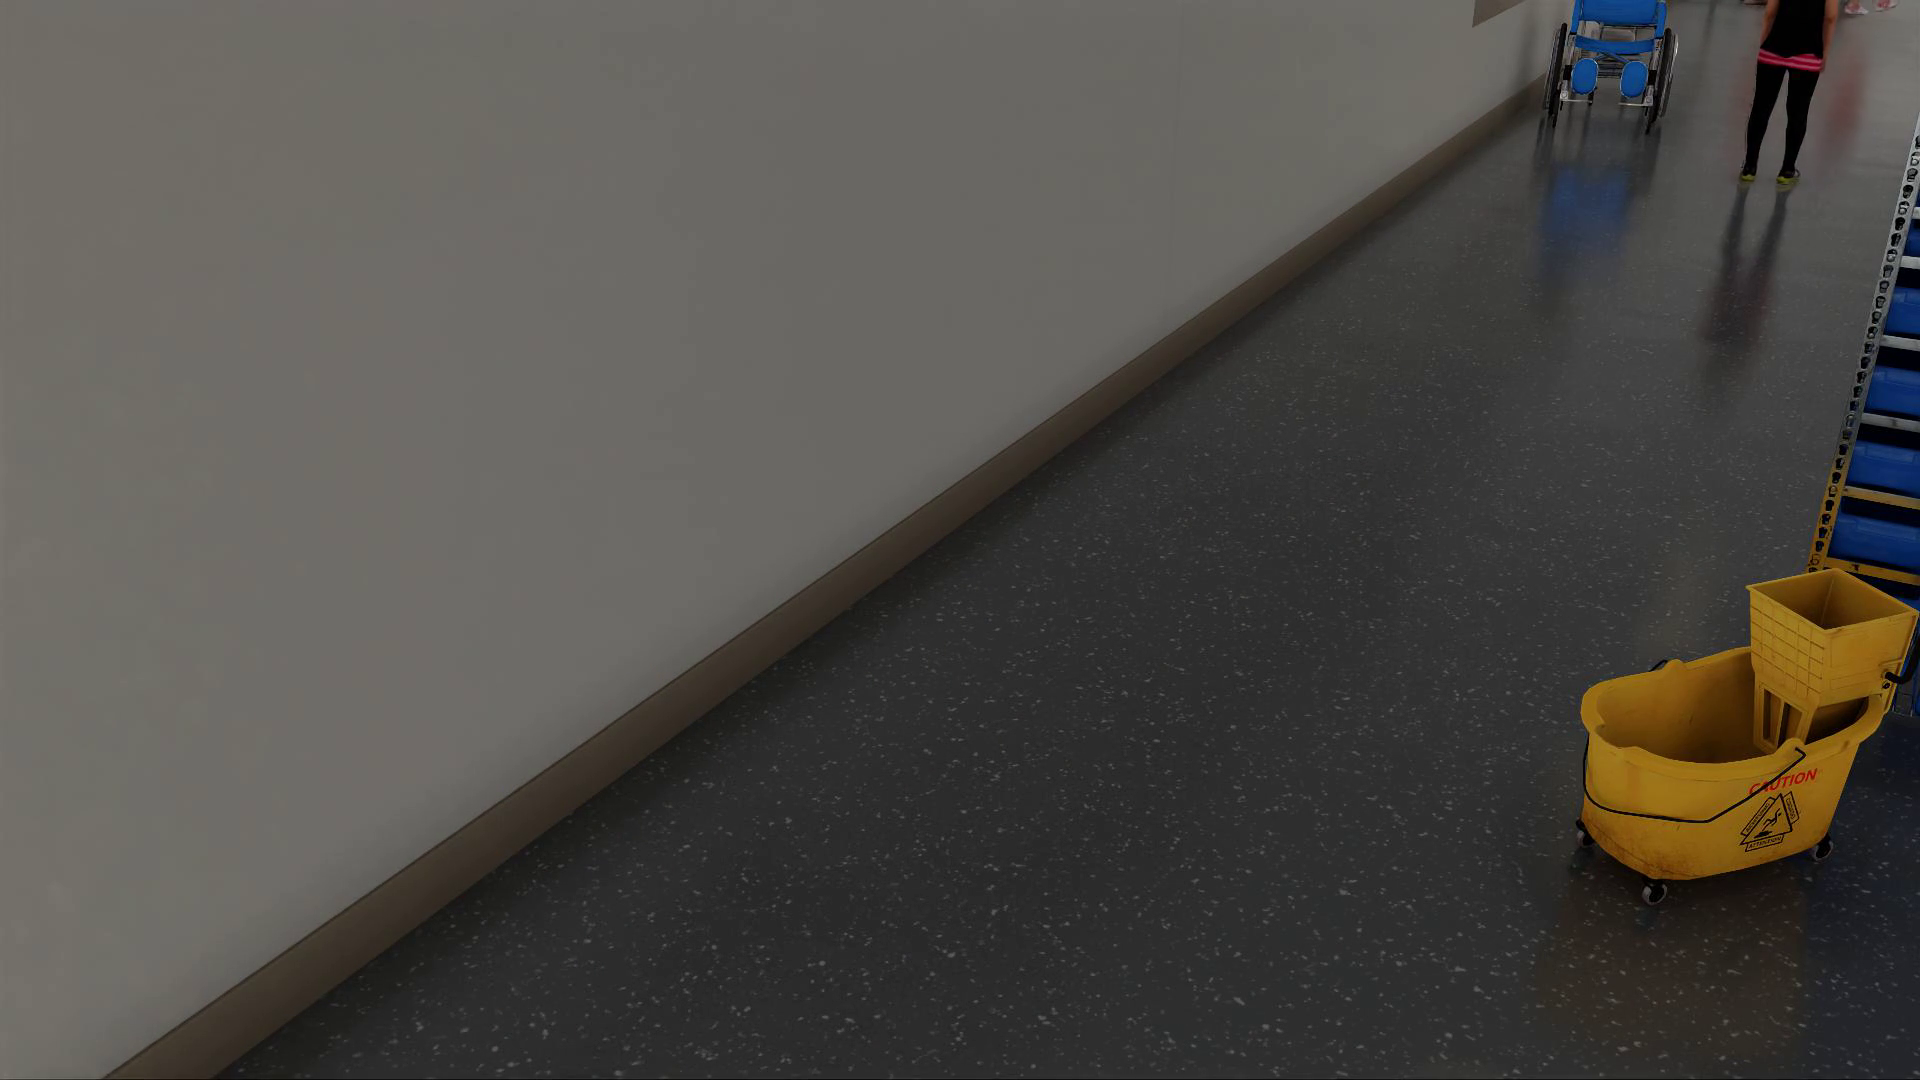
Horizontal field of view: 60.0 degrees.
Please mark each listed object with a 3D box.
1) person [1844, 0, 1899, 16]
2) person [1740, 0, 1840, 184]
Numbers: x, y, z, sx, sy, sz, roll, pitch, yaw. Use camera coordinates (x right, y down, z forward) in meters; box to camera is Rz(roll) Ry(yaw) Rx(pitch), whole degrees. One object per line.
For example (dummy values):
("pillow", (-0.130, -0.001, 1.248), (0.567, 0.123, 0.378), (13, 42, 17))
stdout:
("person", (8.837, -5.911, 15.942), (0.998, 1.717, 0.995), (-10, 28, -21))
("person", (4.973, -2.927, 9.943), (0.520, 1.553, 0.611), (15, 30, 29))
